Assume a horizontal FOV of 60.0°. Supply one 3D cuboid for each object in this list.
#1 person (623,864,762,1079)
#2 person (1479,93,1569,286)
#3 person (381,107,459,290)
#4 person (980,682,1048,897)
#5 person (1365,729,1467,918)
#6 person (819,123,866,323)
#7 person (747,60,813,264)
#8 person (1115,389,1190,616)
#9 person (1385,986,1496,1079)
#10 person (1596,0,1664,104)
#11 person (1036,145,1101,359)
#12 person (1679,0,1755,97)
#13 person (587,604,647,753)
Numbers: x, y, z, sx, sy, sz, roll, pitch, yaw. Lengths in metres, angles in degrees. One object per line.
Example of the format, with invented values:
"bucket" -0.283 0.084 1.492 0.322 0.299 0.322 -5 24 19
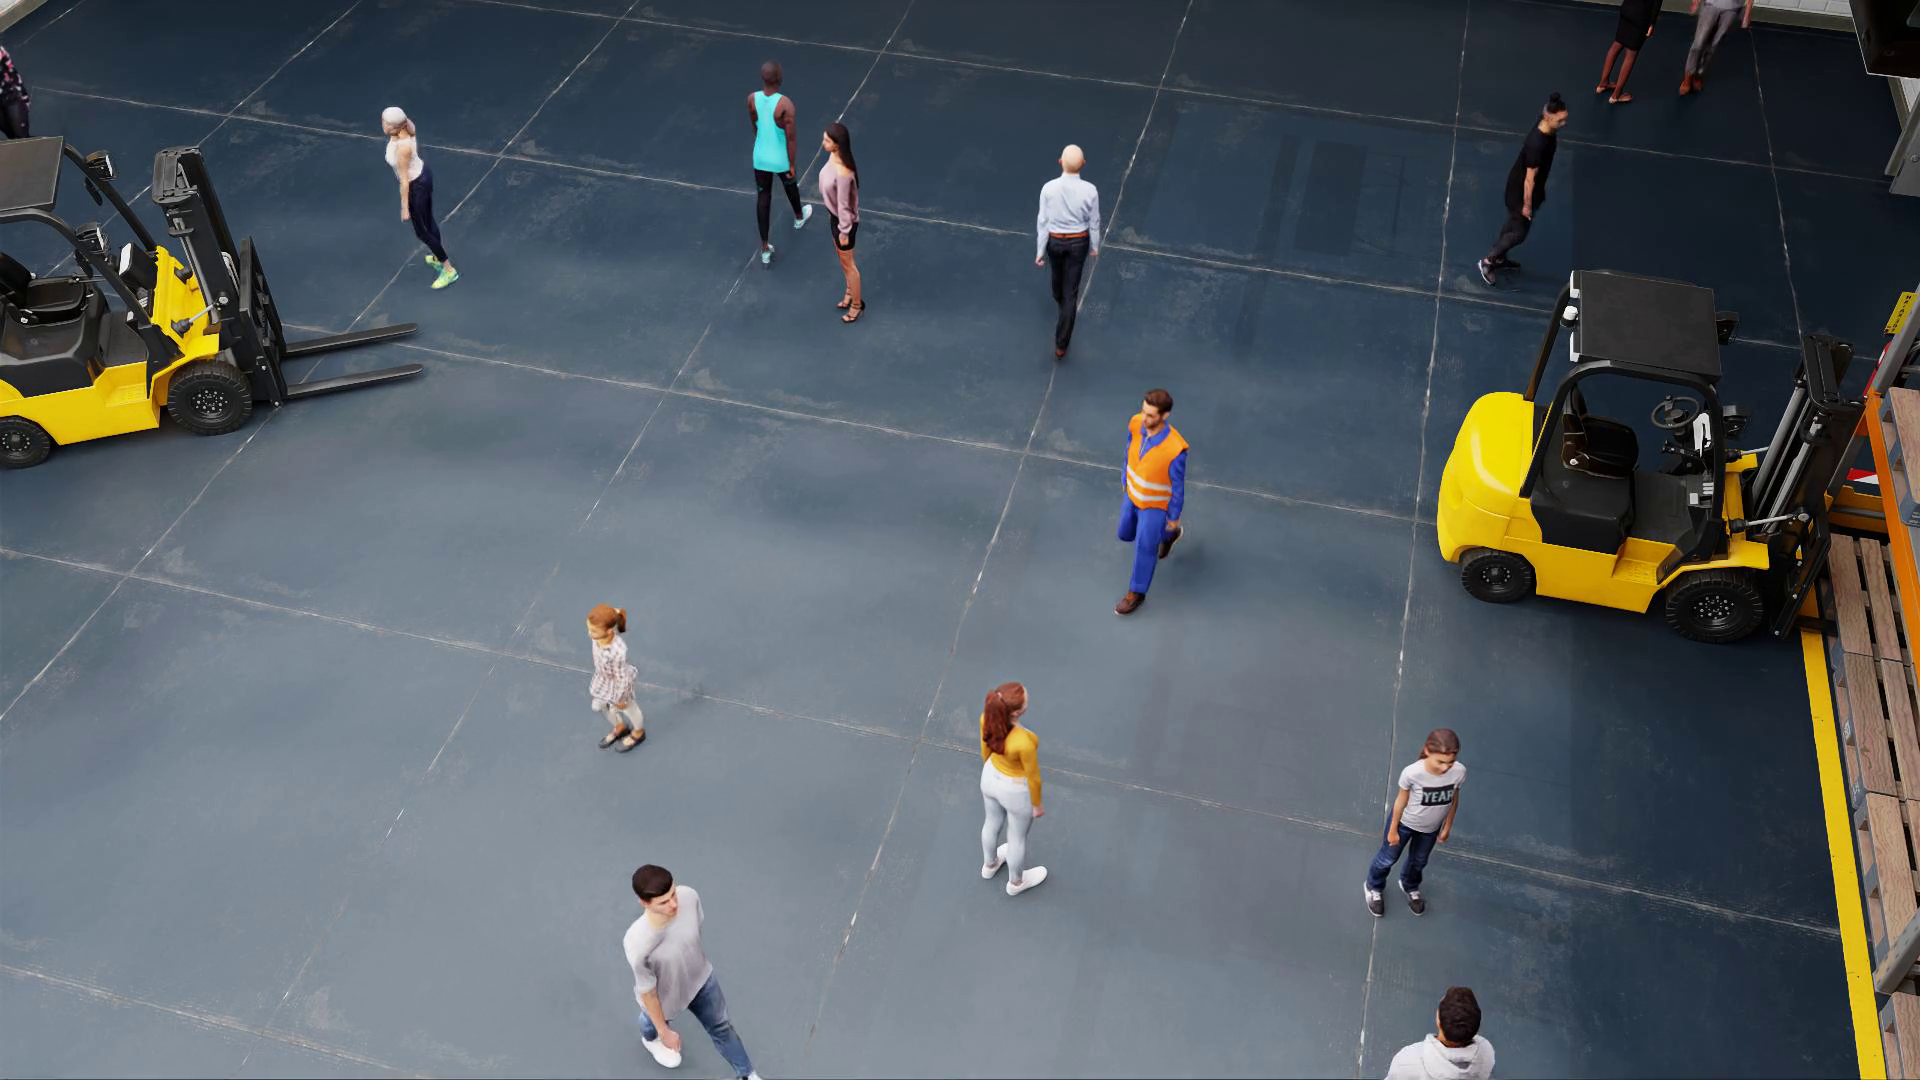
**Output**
"person" -1.549 2.246 8.596 1.030 1.841 1.210 26 50 25
"person" 4.783 -2.994 14.091 0.837 1.848 0.620 5 44 5
"person" -4.638 -3.011 14.231 0.874 1.680 0.683 7 44 7
"person" 0.277 1.421 9.527 0.675 1.751 0.704 34 53 30
"person" 2.609 1.586 9.491 0.591 1.561 0.609 -4 44 -4
"person" -0.951 -2.619 13.725 0.755 1.810 0.634 -10 45 -11
"person" -1.660 -3.239 14.405 0.656 1.769 1.114 12 45 13
"person" 1.340 -0.315 11.278 1.112 1.849 0.984 -34 53 -30
"person" 2.236 2.841 7.920 0.812 1.911 0.813 -7 44 -8
"person" 6.708 -5.195 16.493 0.728 1.722 0.648 -18 47 -18
"person" 0.865 -2.303 13.443 0.770 1.741 1.280 5 44 5
"person" 7.601 -5.379 16.623 0.717 1.808 0.717 7 44 7
"person" -2.108 0.837 10.465 0.696 1.301 0.656 -30 51 -28
